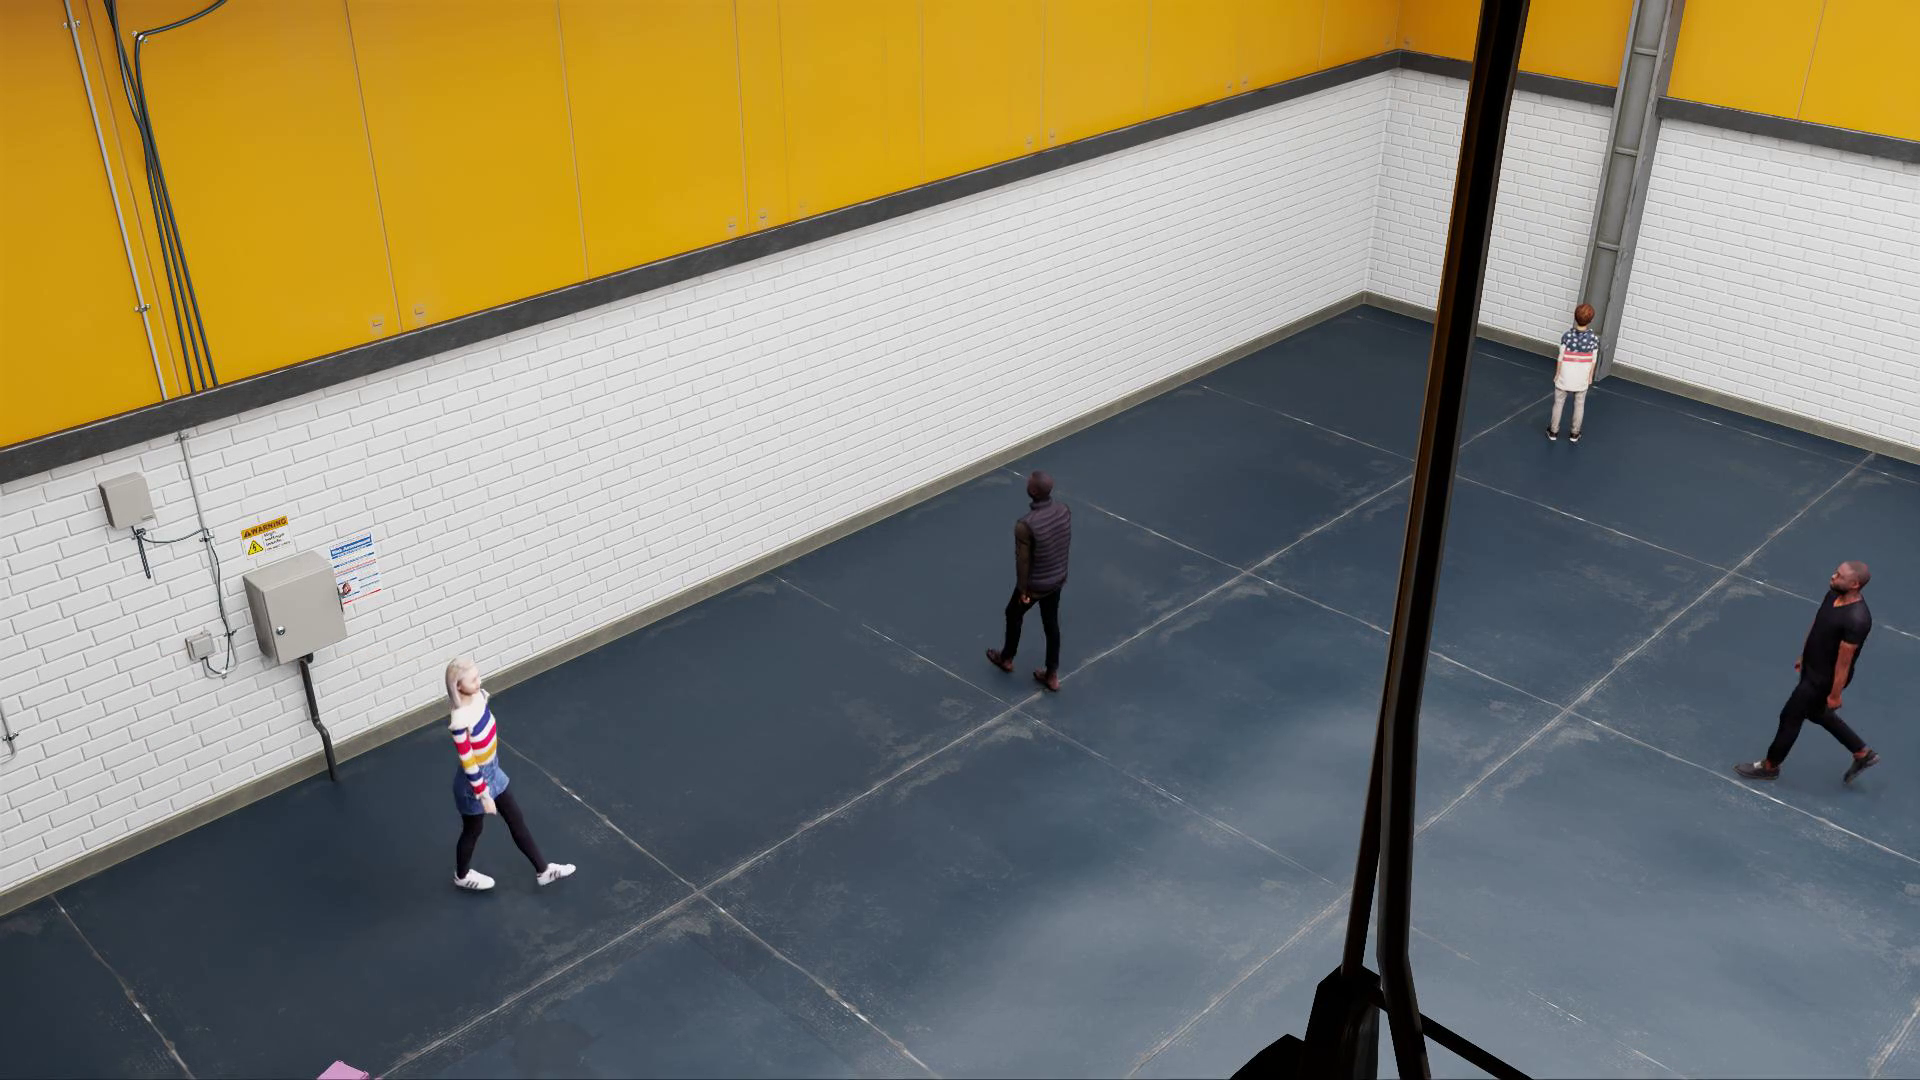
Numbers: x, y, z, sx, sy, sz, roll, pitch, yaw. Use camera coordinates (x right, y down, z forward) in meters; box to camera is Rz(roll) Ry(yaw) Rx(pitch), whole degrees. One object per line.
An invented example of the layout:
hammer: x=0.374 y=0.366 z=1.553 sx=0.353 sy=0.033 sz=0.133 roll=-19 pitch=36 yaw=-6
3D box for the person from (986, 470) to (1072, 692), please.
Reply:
person: x=0.662 y=0.331 z=12.546 sx=0.772 sy=1.818 sz=0.940 roll=-20 pitch=35 yaw=-33

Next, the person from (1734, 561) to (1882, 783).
person: x=6.031 y=0.946 z=11.445 sx=1.254 sy=1.792 sz=1.051 roll=7 pitch=29 yaw=12

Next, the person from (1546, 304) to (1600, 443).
person: x=6.145 y=-1.682 z=16.633 sx=0.558 sy=1.438 sz=0.655 roll=7 pitch=29 yaw=13

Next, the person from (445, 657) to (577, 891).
person: x=-3.105 y=1.511 z=10.434 sx=1.148 sy=1.769 sz=1.052 roll=2 pitch=29 yaw=4
